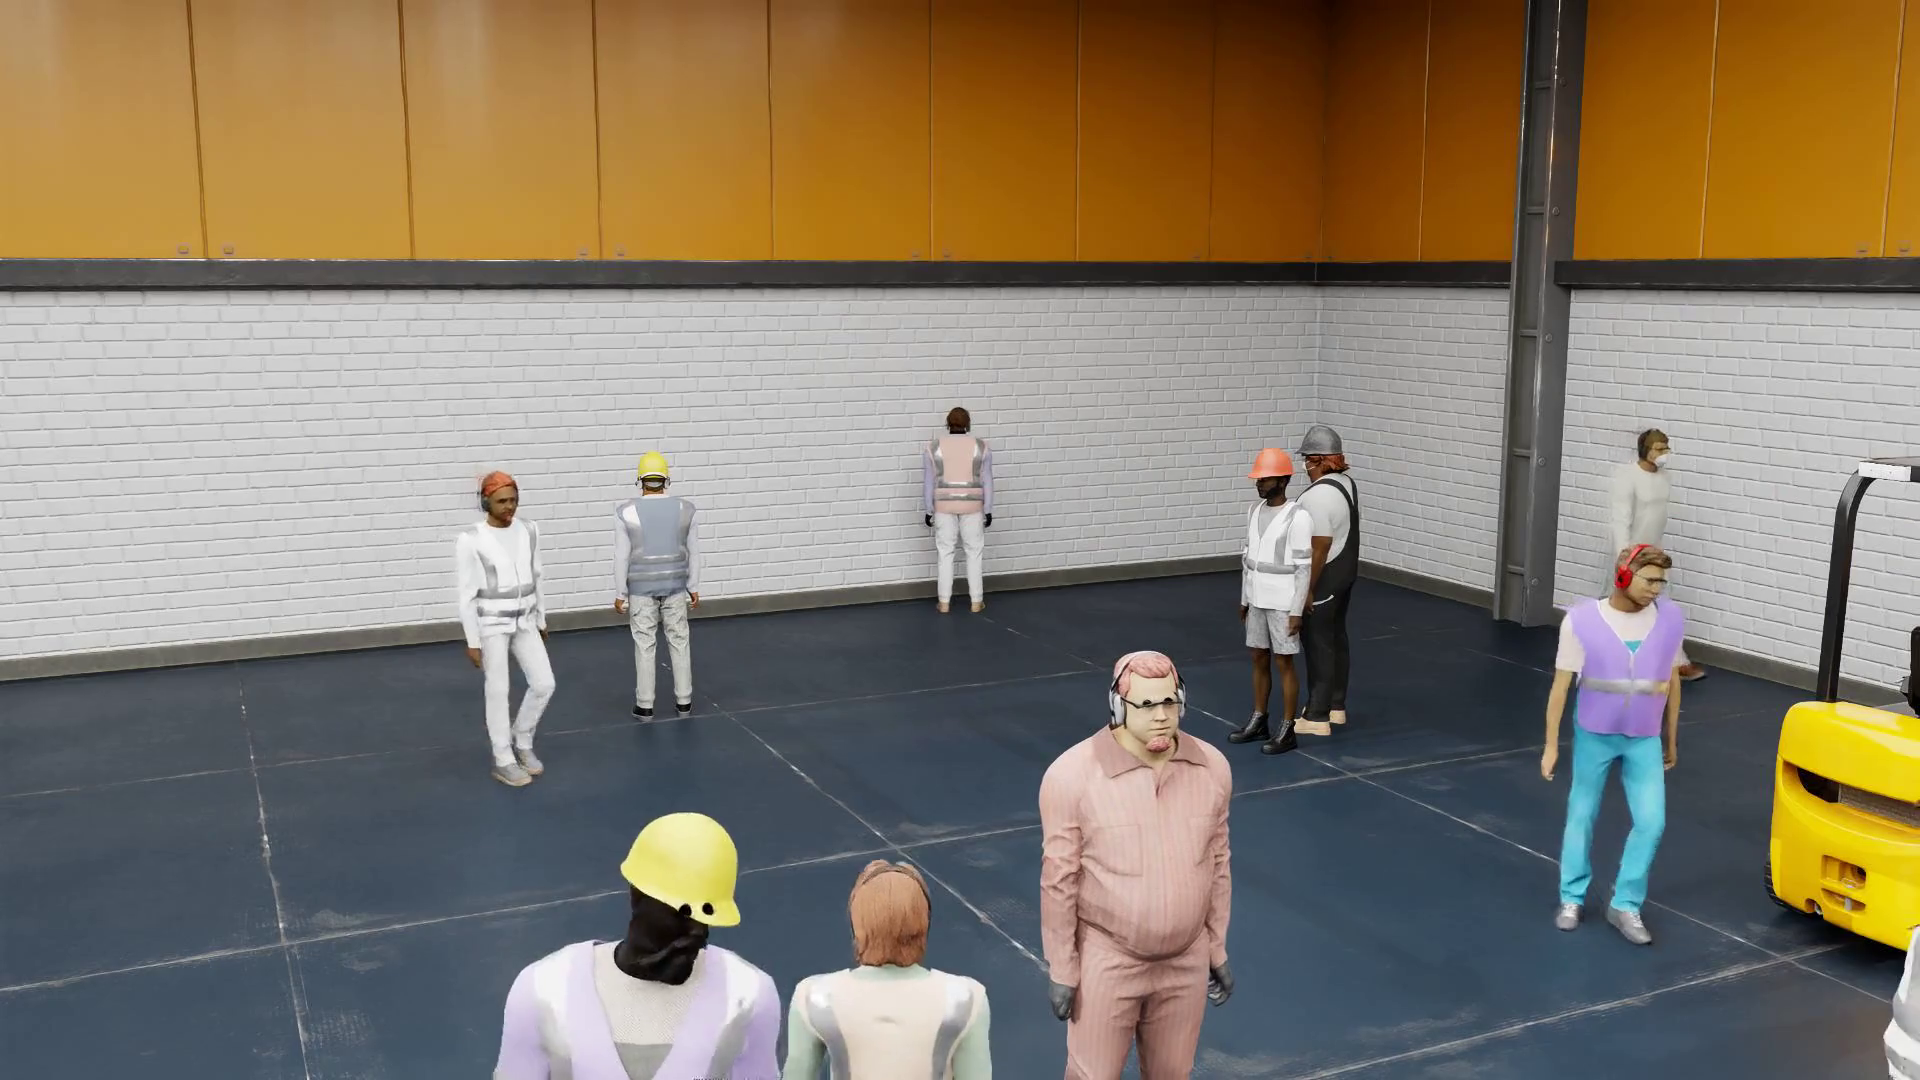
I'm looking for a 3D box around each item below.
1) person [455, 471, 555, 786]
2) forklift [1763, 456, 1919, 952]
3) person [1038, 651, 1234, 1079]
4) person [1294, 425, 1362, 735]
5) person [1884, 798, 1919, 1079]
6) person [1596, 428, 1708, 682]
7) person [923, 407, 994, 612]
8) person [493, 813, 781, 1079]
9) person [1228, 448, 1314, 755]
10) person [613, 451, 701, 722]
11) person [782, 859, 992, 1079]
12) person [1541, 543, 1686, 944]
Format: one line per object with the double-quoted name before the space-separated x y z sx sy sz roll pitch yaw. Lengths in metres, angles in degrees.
"person" -2.663 0.530 9.794 0.416 1.874 0.619 7 12 39
"forklift" 4.857 0.731 7.561 2.313 2.155 1.214 -4 10 -25
"person" 0.559 1.274 5.082 0.641 1.909 0.409 -3 10 -20
"person" 2.345 0.254 10.994 0.535 2.000 0.687 6 11 32
"person" 2.574 1.432 4.221 0.538 1.864 0.591 8 12 39
"person" 5.090 0.105 12.418 0.657 1.880 1.051 -5 11 -30
"person" -0.010 -0.270 14.860 0.633 1.841 0.429 0 9 0
"person" -0.724 1.511 3.653 0.679 1.892 0.557 -2 9 -10
"person" 1.963 0.380 10.527 0.357 1.937 0.551 -6 11 -32
"person" -2.059 0.311 11.281 0.600 1.830 0.403 -4 10 -24
"person" -0.182 1.591 4.080 0.530 1.606 0.835 0 9 -2
"person" 2.945 0.923 7.518 0.671 1.820 0.611 1 9 4
